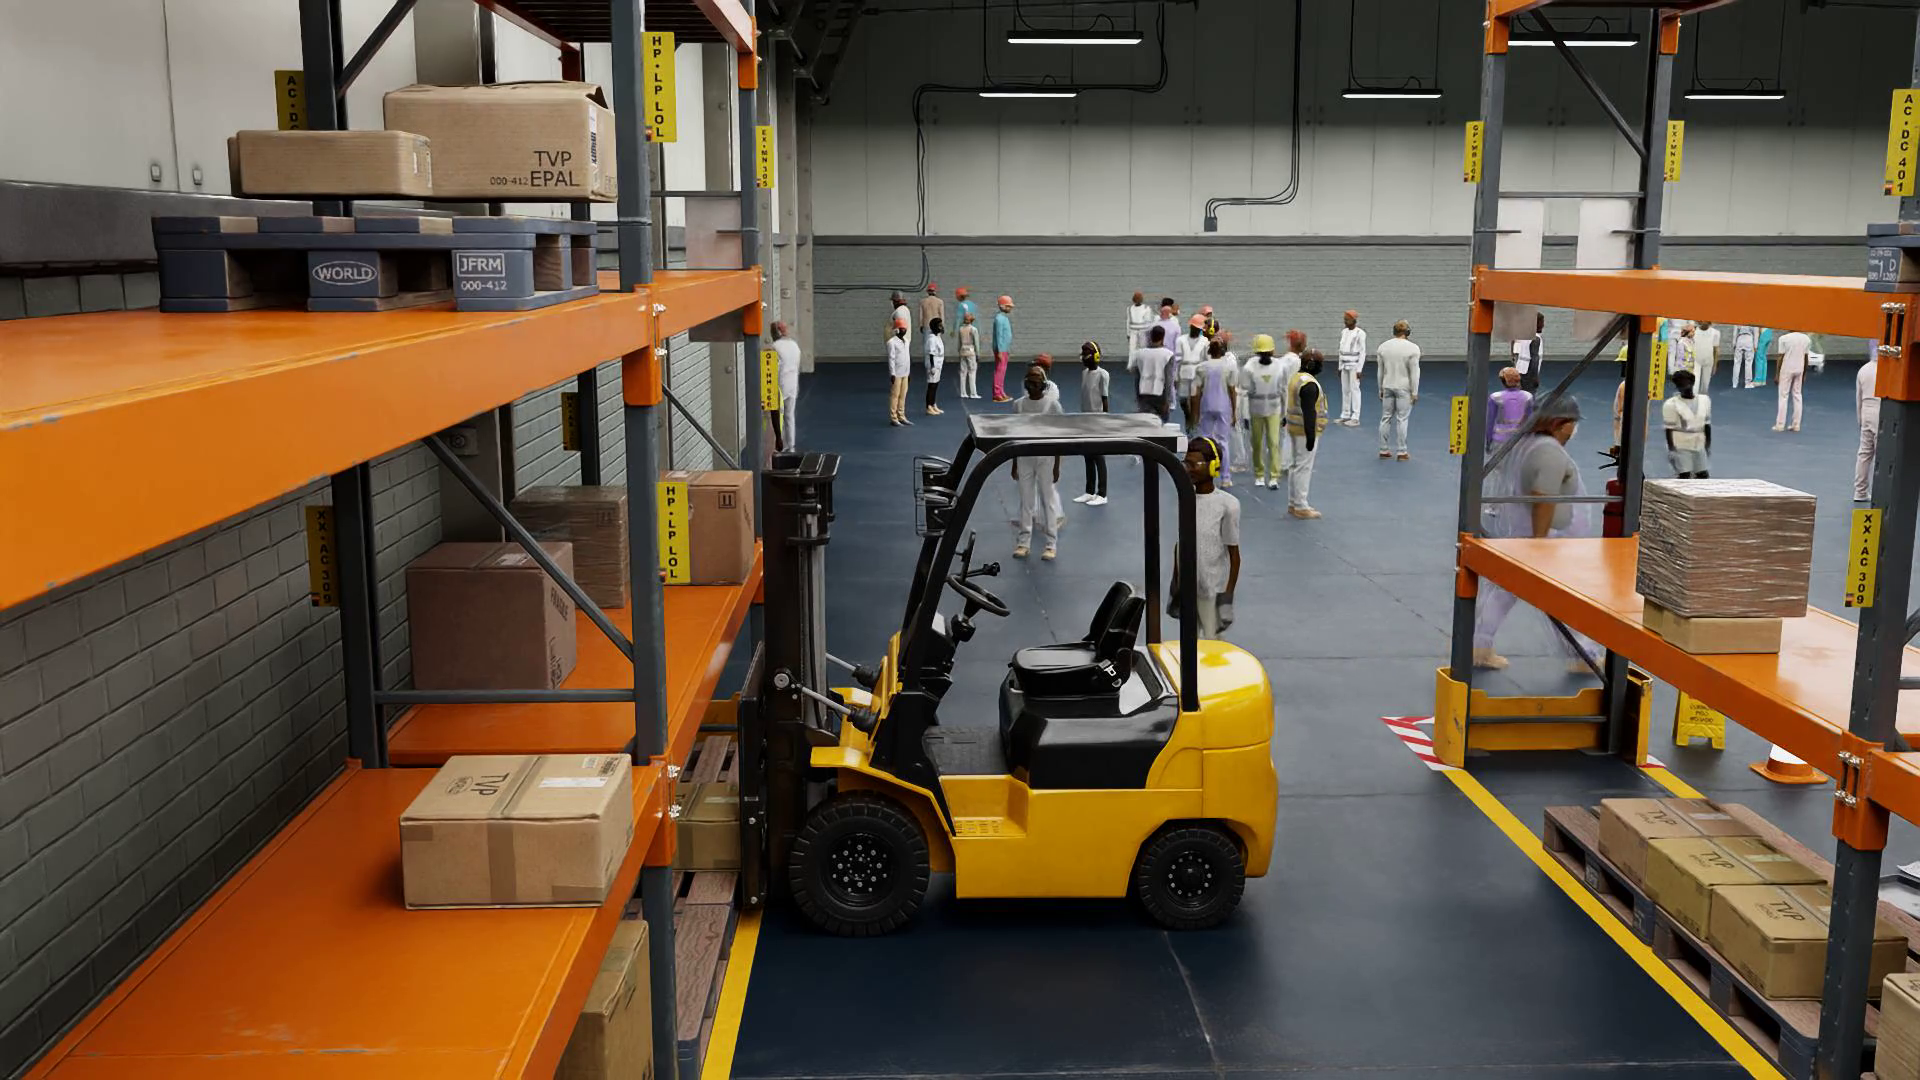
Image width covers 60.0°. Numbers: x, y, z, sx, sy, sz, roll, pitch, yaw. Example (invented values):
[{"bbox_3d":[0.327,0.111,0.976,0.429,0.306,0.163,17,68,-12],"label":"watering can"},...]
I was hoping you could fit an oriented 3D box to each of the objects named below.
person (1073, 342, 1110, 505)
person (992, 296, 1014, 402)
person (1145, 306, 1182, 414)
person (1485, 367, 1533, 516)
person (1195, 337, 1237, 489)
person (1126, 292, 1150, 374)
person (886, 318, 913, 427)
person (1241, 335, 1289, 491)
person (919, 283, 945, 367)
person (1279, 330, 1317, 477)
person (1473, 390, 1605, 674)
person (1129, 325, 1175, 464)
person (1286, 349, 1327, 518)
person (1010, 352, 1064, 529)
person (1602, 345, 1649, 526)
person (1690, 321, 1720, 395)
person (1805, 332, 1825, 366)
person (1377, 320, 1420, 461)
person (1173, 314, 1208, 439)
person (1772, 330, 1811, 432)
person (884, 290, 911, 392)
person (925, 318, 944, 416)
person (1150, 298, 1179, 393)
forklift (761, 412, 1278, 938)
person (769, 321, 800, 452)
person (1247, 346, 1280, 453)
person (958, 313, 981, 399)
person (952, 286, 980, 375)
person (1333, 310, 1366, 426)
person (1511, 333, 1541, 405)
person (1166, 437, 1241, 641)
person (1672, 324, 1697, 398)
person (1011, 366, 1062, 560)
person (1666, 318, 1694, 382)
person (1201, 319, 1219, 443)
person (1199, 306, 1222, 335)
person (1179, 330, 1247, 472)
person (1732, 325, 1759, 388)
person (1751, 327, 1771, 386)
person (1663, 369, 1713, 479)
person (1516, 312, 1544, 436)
[{"bbox_3d":[1.512,-1.326,18.962,0.329,1.862,0.508,-6,12,-29],"label":"person"},{"bbox_3d":[0.814,-3.570,31.125,0.414,1.987,0.607,2,10,13],"label":"person"},{"bbox_3d":[3.574,-3.156,29.135,0.656,1.856,1.004,3,11,14],"label":"person"},{"bbox_3d":[5.974,-1.063,18.129,0.514,1.634,0.313,0,10,-3],"label":"person"},{"bbox_3d":[3.099,-1.538,20.173,0.507,1.847,0.343,3,11,16],"label":"person"},{"bbox_3d":[4.012,-4.673,37.646,0.583,1.832,0.969,4,11,21],"label":"person"},{"bbox_3d":[-0.973,-2.726,27.033,0.318,1.756,0.563,6,12,29],"label":"person"},{"bbox_3d":[3.682,-1.530,20.044,0.593,1.866,0.984,0,10,3],"label":"person"},{"bbox_3d":[-0.666,-5.129,39.767,0.617,1.990,0.393,2,10,14],"label":"person"},{"bbox_3d":[4.300,-1.717,21.092,0.515,1.870,0.624,0,10,1],"label":"person"},{"bbox_3d":[4.030,-0.081,11.514,1.049,2.000,0.686,0,10,1],"label":"person"},{"bbox_3d":[2.591,-1.971,22.528,0.599,1.879,0.955,6,12,31],"label":"person"},{"bbox_3d":[3.772,-1.158,18.093,0.429,1.837,0.625,0,10,-2],"label":"person"},{"bbox_3d":[0.822,-1.032,17.344,0.374,1.858,0.653,-6,12,-29],"label":"person"},{"bbox_3d":[6.958,-1.072,17.347,0.378,1.925,0.594,9,14,41],"label":"person"},{"bbox_3d":[12.782,-3.048,28.691,0.517,1.819,0.837,3,11,18],"label":"person"},{"bbox_3d":[20.247,-4.966,39.388,0.996,1.819,0.543,-6,12,-29],"label":"person"},{"bbox_3d":[5.985,-2.040,22.740,0.627,1.933,0.367,10,14,44],"label":"person"},{"bbox_3d":[3.547,-2.503,25.401,0.570,1.898,0.556,3,11,16],"label":"person"},{"bbox_3d":[13.085,-2.607,26.171,0.501,1.839,0.341,-1,10,-5],"label":"person"},{"bbox_3d":[-1.250,-3.947,33.050,0.536,2.000,0.688,1,10,8],"label":"person"},{"bbox_3d":[-0.439,-2.997,28.742,0.321,1.690,0.532,2,10,11],"label":"person"},{"bbox_3d":[3.969,-3.643,31.685,0.634,1.910,0.996,10,14,43],"label":"person"},{"bbox_3d":[0.291,0.548,7.580,2.313,2.155,1.214,0,10,-2],"label":"forklift"},{"bbox_3d":[-2.514,-2.106,23.204,0.453,1.900,0.717,6,12,29],"label":"person"},{"bbox_3d":[4.309,-2.052,23.625,0.500,1.633,0.279,4,11,22],"label":"person"},{"bbox_3d":[0.169,-3.512,31.743,0.513,1.640,0.309,9,14,42],"label":"person"},{"bbox_3d":[0.161,-4.663,37.179,0.658,1.997,0.644,5,11,24],"label":"person"},{"bbox_3d":[6.372,-2.809,27.142,0.337,1.883,0.584,-4,11,-23],"label":"person"},{"bbox_3d":[10.379,-3.398,30.579,0.392,1.836,0.561,-10,14,-43],"label":"person"},{"bbox_3d":[1.402,0.326,9.719,0.327,1.874,0.517,-7,13,-36],"label":"person"},{"bbox_3d":[11.986,-2.755,27.534,0.310,1.636,0.523,9,13,40],"label":"person"},{"bbox_3d":[0.717,-0.724,15.677,0.502,1.837,0.349,5,11,25],"label":"person"},{"bbox_3d":[15.432,-4.352,35.749,0.601,1.898,1.029,3,11,18],"label":"person"},{"bbox_3d":[3.634,-2.284,24.248,0.316,1.875,0.531,6,12,29],"label":"person"},{"bbox_3d":[5.016,-3.765,32.936,0.482,1.719,0.597,-10,14,-43],"label":"person"},{"bbox_3d":[3.319,-1.778,21.508,0.940,1.838,0.585,-3,11,-15],"label":"person"},{"bbox_3d":[16.128,-3.995,34.145,0.493,1.742,0.298,9,13,41],"label":"person"},{"bbox_3d":[16.636,-4.108,34.532,0.354,1.835,0.517,10,14,44],"label":"person"},{"bbox_3d":[7.628,-0.956,17.426,0.553,1.661,0.378,-2,10,-12],"label":"person"},{"bbox_3d":[8.785,-2.553,25.655,0.397,1.911,0.588,1,10,3],"label":"person"}]
